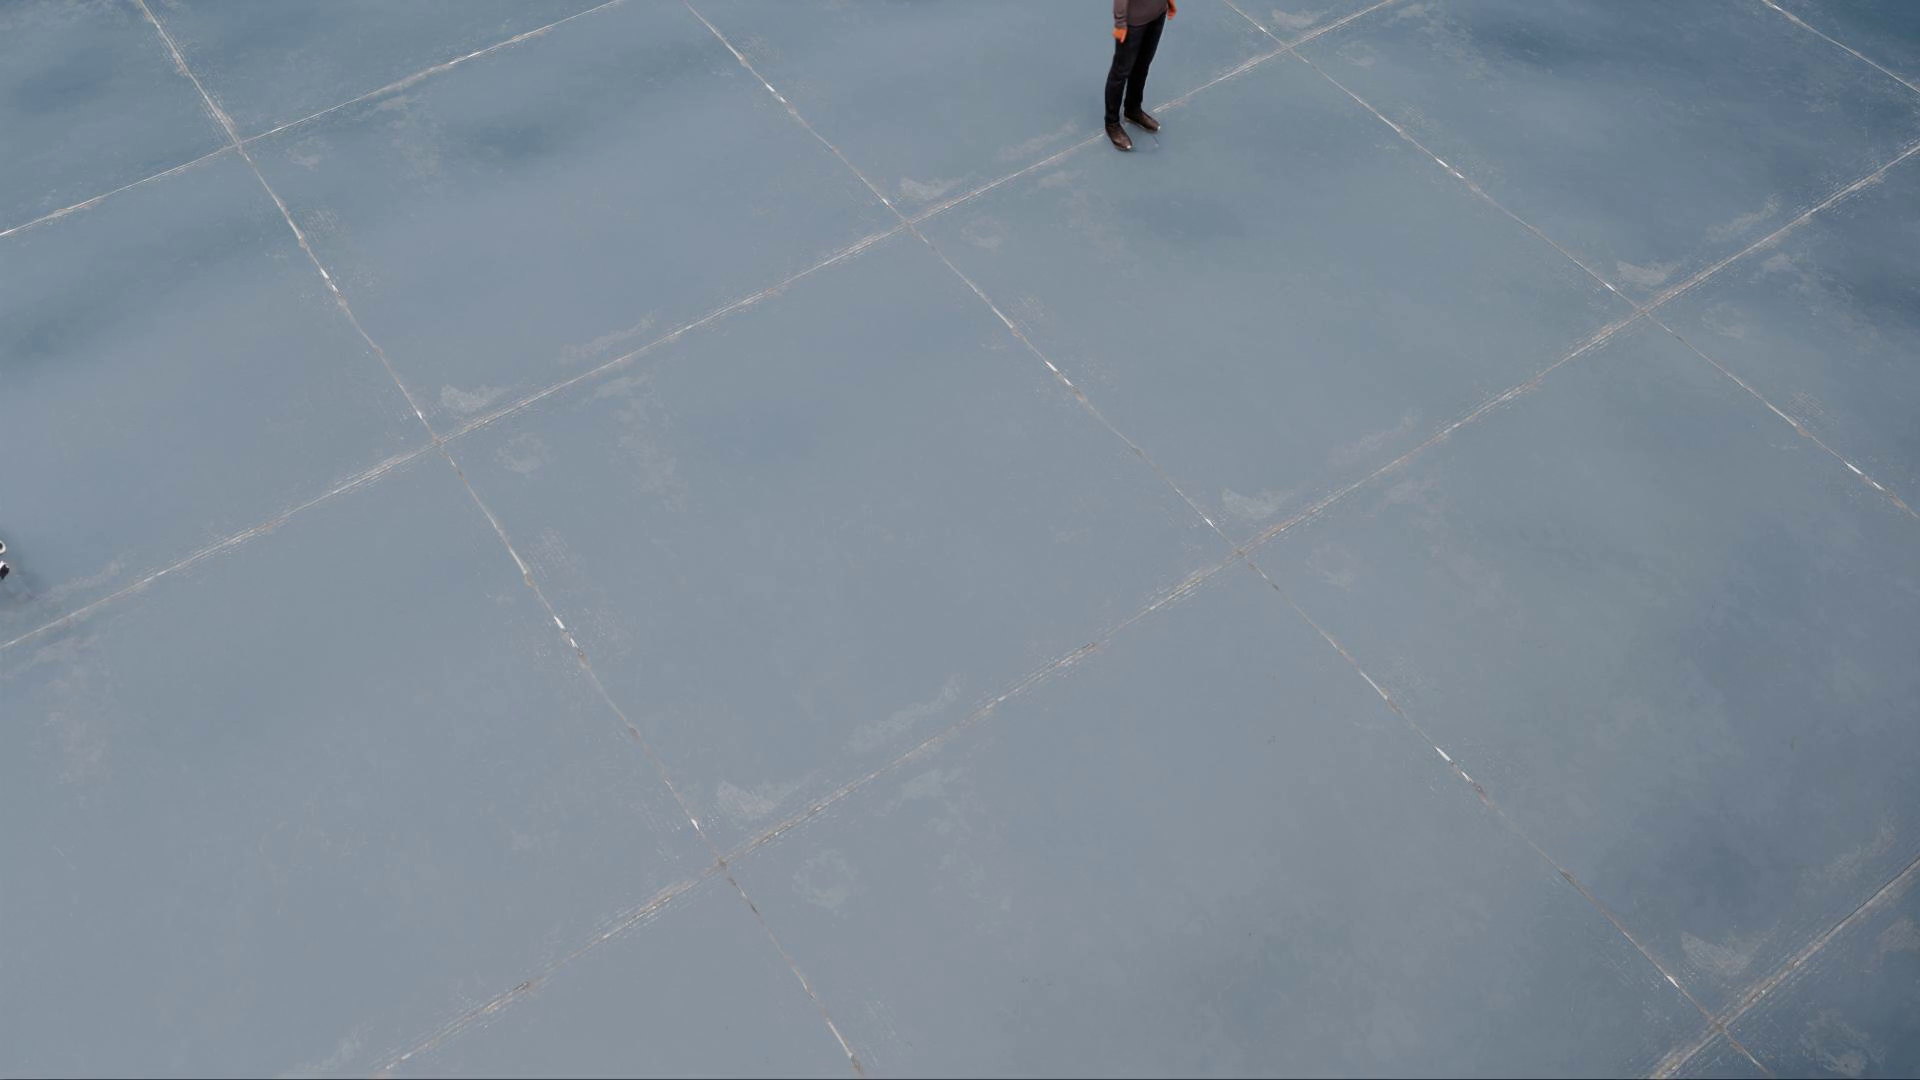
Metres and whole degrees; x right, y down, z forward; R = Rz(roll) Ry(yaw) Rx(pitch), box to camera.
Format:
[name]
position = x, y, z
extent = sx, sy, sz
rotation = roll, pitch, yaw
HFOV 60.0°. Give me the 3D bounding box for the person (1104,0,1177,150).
[person]
position = 1.055, -3.122, 9.714
extent = 0.658, 1.765, 0.554
rotation = -33, 59, -23
